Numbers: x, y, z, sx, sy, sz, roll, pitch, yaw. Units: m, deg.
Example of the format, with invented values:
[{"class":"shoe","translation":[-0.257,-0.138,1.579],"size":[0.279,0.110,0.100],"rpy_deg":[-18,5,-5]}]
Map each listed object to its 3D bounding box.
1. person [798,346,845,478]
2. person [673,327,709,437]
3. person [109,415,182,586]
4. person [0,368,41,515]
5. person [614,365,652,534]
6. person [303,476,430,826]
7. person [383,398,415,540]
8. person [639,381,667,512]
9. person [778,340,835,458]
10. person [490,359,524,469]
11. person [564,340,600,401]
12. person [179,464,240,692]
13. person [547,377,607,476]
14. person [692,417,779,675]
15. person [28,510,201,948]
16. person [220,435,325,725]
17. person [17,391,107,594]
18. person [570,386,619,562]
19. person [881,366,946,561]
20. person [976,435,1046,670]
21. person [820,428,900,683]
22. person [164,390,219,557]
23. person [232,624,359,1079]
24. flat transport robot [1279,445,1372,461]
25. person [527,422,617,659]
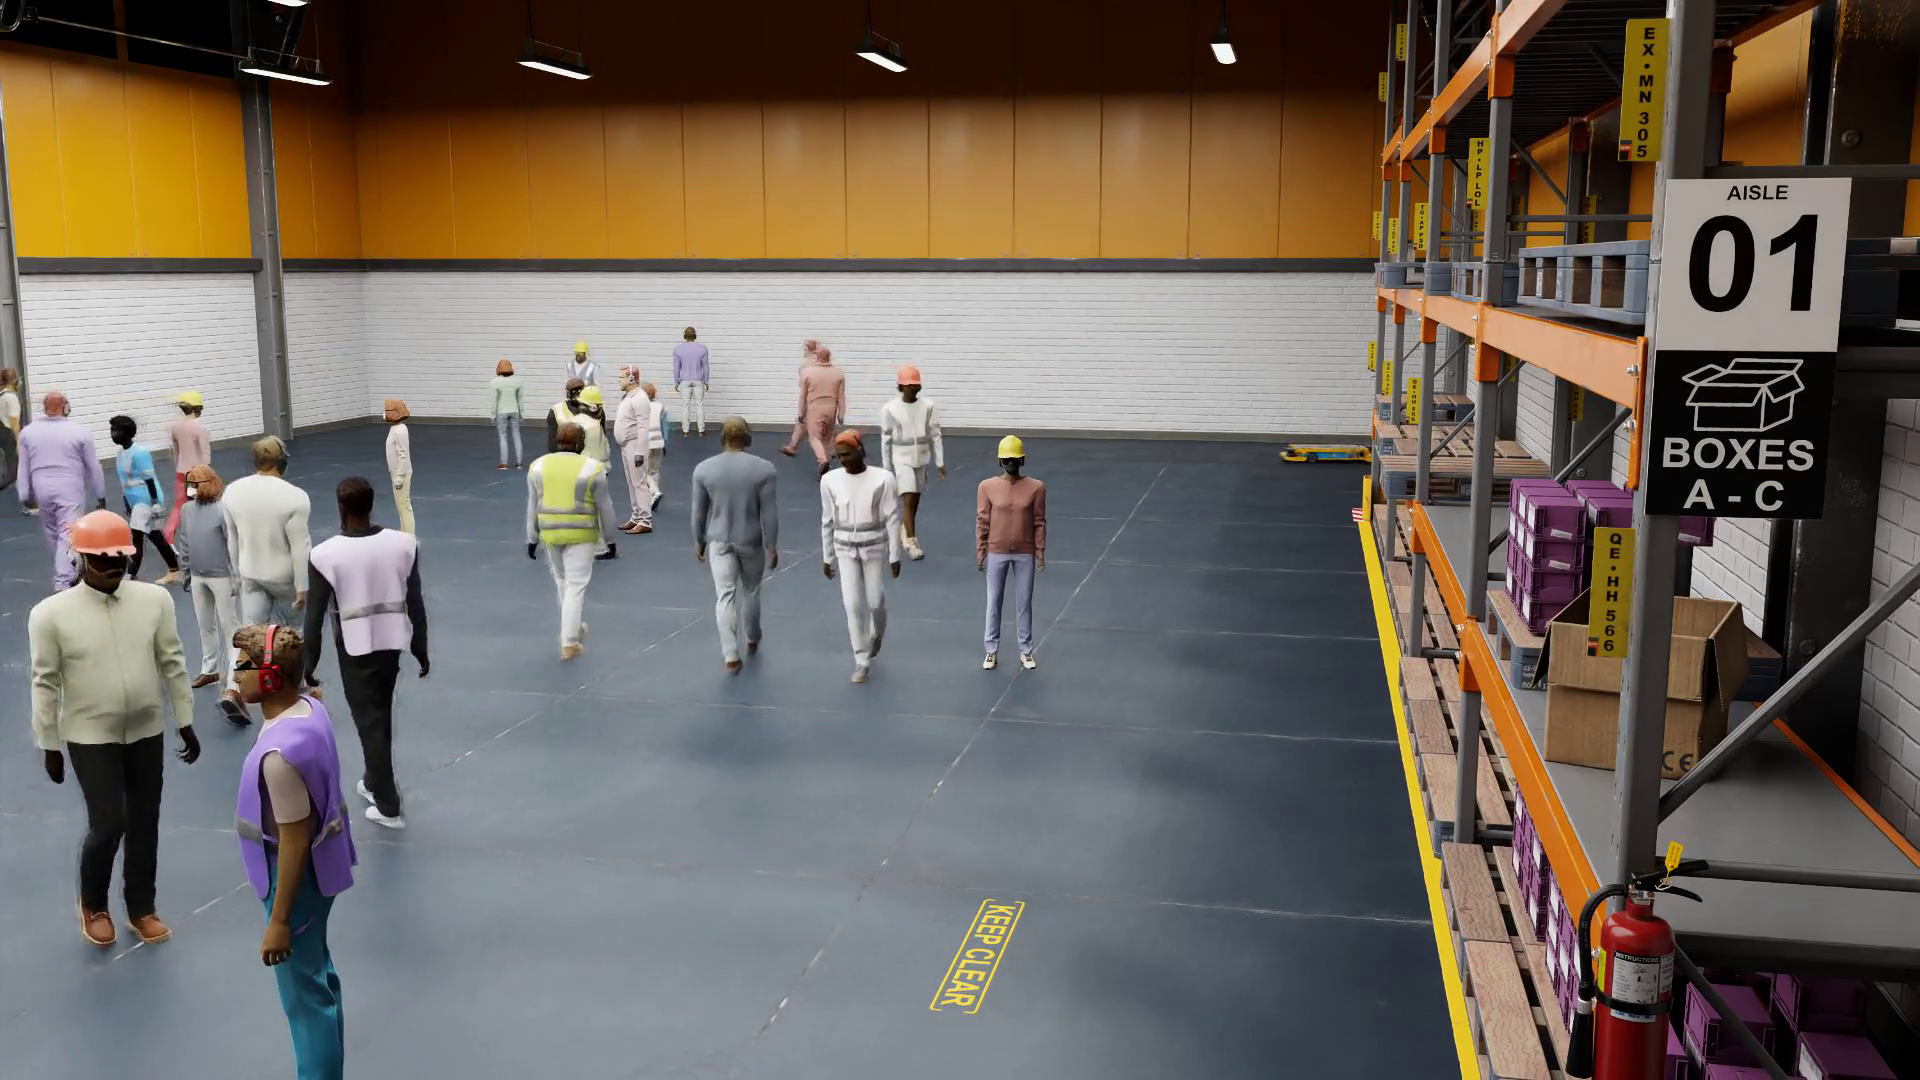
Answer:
[{"class":"person","translation":[-1.944,-1.800,23.556],"size":[0.647,1.878,0.820],"rpy_deg":[-4,10,-23]},{"class":"person","translation":[-4.718,-2.774,29.235],"size":[0.630,1.940,0.372],"rpy_deg":[-2,10,-9]},{"class":"person","translation":[-7.658,-0.337,15.455],"size":[0.812,1.644,0.535],"rpy_deg":[-9,13,-42]},{"class":"person","translation":[-11.436,-1.155,19.929],"size":[0.803,1.802,0.548],"rpy_deg":[-8,13,-41]},{"class":"person","translation":[-3.700,-1.021,18.772],"size":[0.403,1.906,0.651],"rpy_deg":[-4,10,-24]},{"class":"person","translation":[-3.301,0.587,9.111],"size":[0.818,1.888,0.629],"rpy_deg":[9,13,44]},{"class":"person","translation":[-5.903,-0.671,17.481],"size":[0.282,1.633,0.500],"rpy_deg":[-5,11,-26]},{"class":"person","translation":[-3.756,-1.125,20.241],"size":[0.522,1.621,0.543],"rpy_deg":[-8,12,-38]},{"class":"person","translation":[-2.375,-2.211,26.099],"size":[0.963,1.853,0.658],"rpy_deg":[7,12,35]},{"class":"person","translation":[-6.713,-1.863,24.664],"size":[0.507,1.631,0.265],"rpy_deg":[-7,12,-36]},{"class":"person","translation":[-6.061,-2.302,26.741],"size":[0.606,1.819,0.591],"rpy_deg":[2,10,12]},{"class":"person","translation":[-5.321,0.269,11.816],"size":[0.507,1.632,0.268],"rpy_deg":[4,10,20]},{"class":"person","translation":[-4.039,-0.800,17.633],"size":[0.633,1.842,0.429],"rpy_deg":[-5,10,-25]},{"class":"person","translation":[-1.689,0.011,12.591],"size":[0.655,1.888,0.985],"rpy_deg":[-1,9,-3]},{"class":"person","translation":[-3.701,0.845,7.326],"size":[0.438,1.978,0.620],"rpy_deg":[7,12,37]},{"class":"person","translation":[-4.614,0.260,11.057],"size":[0.631,1.911,0.909],"rpy_deg":[1,9,7]},{"class":"person","translation":[-8.254,-0.430,15.327],"size":[0.674,1.864,0.968],"rpy_deg":[-1,10,-7]},{"class":"person","translation":[-3.827,-0.655,16.870],"size":[0.588,1.815,0.599],"rpy_deg":[-6,11,-32]},{"class":"person","translation":[-0.515,-0.832,17.380],"size":[0.619,1.997,1.041],"rpy_deg":[-3,10,-19]},{"class":"person","translation":[0.383,0.097,12.459],"size":[0.533,1.768,0.310],"rpy_deg":[-1,9,-3]},{"class":"person","translation":[-0.715,0.085,12.291],"size":[0.594,1.858,0.683],"rpy_deg":[1,10,8]},{"class":"person","translation":[-8.041,-0.700,17.374],"size":[0.539,1.723,0.897],"rpy_deg":[3,10,20]},{"class":"person","translation":[-2.250,1.187,5.649],"size":[0.390,1.846,0.565],"rpy_deg":[-3,10,-16]},{"class":"flat transport robot","translation":[5.698,-1.348,25.654],"size":[1.431,0.197,0.652],"rpy_deg":[0,9,1]},{"class":"person","translation":[-2.991,-0.025,13.050],"size":[0.662,1.807,0.863],"rpy_deg":[2,10,12]}]
